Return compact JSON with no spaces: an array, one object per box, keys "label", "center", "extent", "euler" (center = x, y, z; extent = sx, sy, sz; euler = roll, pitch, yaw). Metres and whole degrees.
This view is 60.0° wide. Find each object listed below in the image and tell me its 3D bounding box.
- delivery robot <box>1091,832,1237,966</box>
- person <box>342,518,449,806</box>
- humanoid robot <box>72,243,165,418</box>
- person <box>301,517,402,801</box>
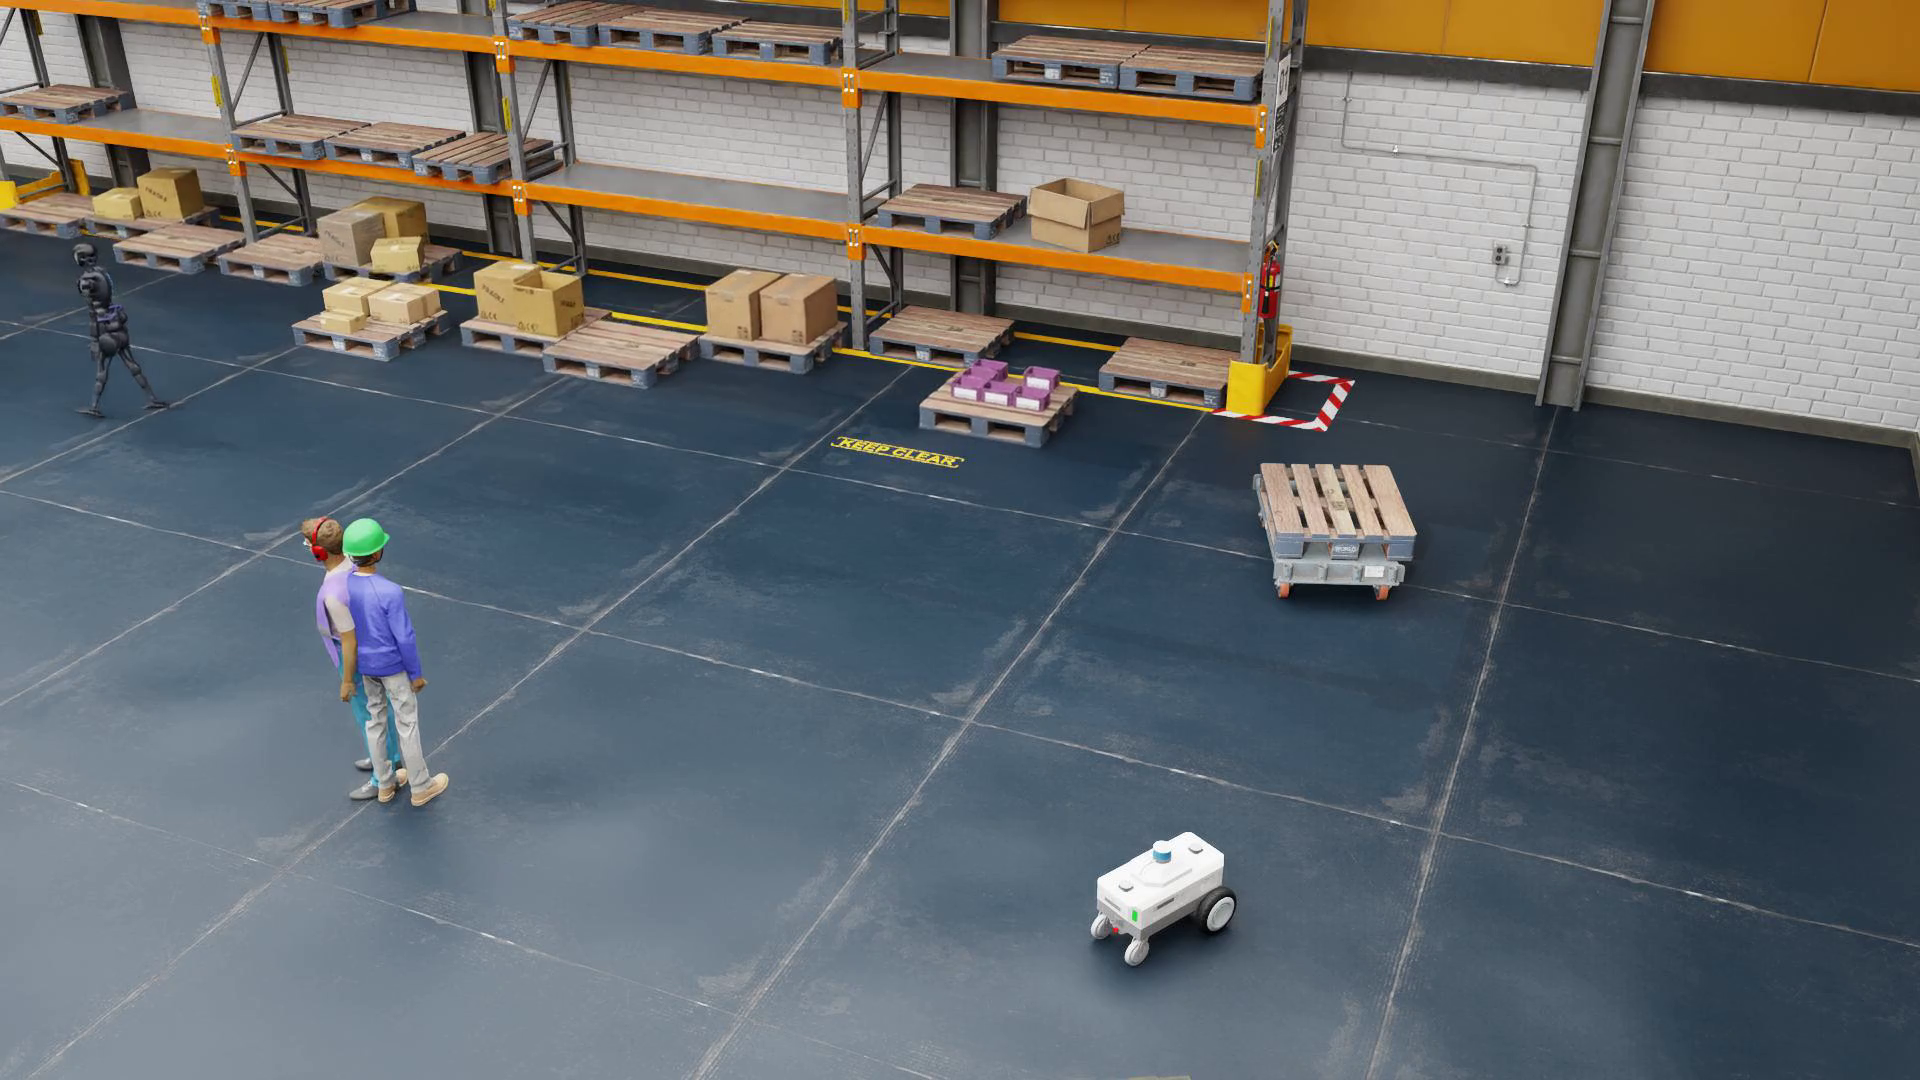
[{"label":"delivery robot","center":[1.079,1.883,8.954],"extent":[0.774,0.581,0.499],"euler":[-20,33,-33]},{"label":"person","center":[-3.375,0.727,9.777],"extent":[0.467,1.872,0.341],"euler":[7,28,13]},{"label":"humanoid robot","center":[-7.813,-1.916,15.147],"extent":[0.761,1.624,0.589],"euler":[-5,28,-9]},{"label":"person","center":[-3.569,0.699,9.862],"extent":[0.397,1.840,0.563],"euler":[-4,28,-7]}]
